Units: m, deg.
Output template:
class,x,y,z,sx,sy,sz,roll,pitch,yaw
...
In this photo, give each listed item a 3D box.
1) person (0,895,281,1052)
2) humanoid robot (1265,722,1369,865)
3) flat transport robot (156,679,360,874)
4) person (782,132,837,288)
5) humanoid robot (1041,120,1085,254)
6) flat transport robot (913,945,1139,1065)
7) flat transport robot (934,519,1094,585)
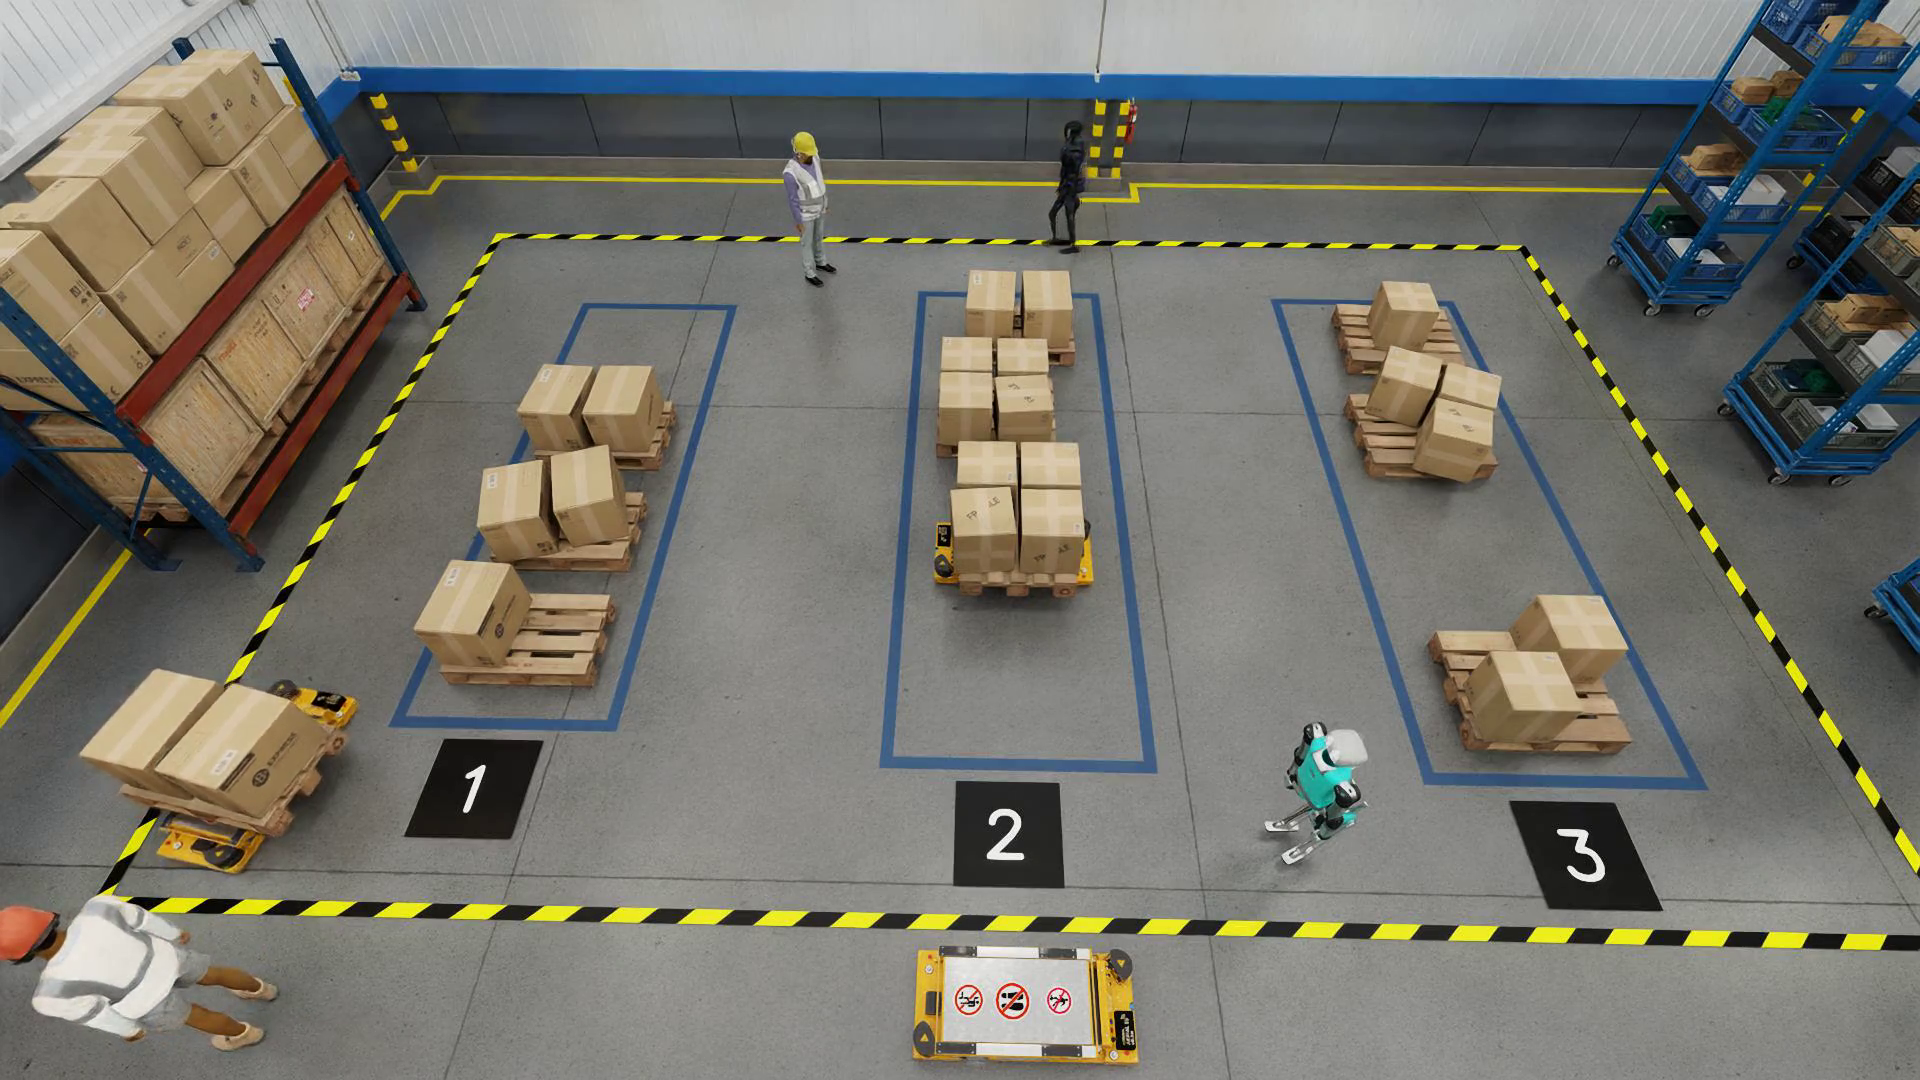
class,x,y,z,sx,sy,sz,roll,pitch,yaw
person,-4.720,2.531,5.279,0.389,2.040,0.613,-2,51,-2
humanoid robot,2.501,1.680,6.083,0.735,1.675,0.533,-11,52,-9
flat transport robot,-5.376,1.766,7.028,0.652,0.197,1.431,10,51,8
person,-1.723,-3.824,10.600,0.403,1.823,0.586,22,54,17
humanoid robot,1.274,-4.185,10.992,0.515,1.648,0.615,-7,51,-6
flat transport robot,0.422,3.041,6.007,1.431,0.231,0.659,1,51,1
flat transport robot,0.490,0.087,8.397,1.431,0.197,0.652,1,51,1
